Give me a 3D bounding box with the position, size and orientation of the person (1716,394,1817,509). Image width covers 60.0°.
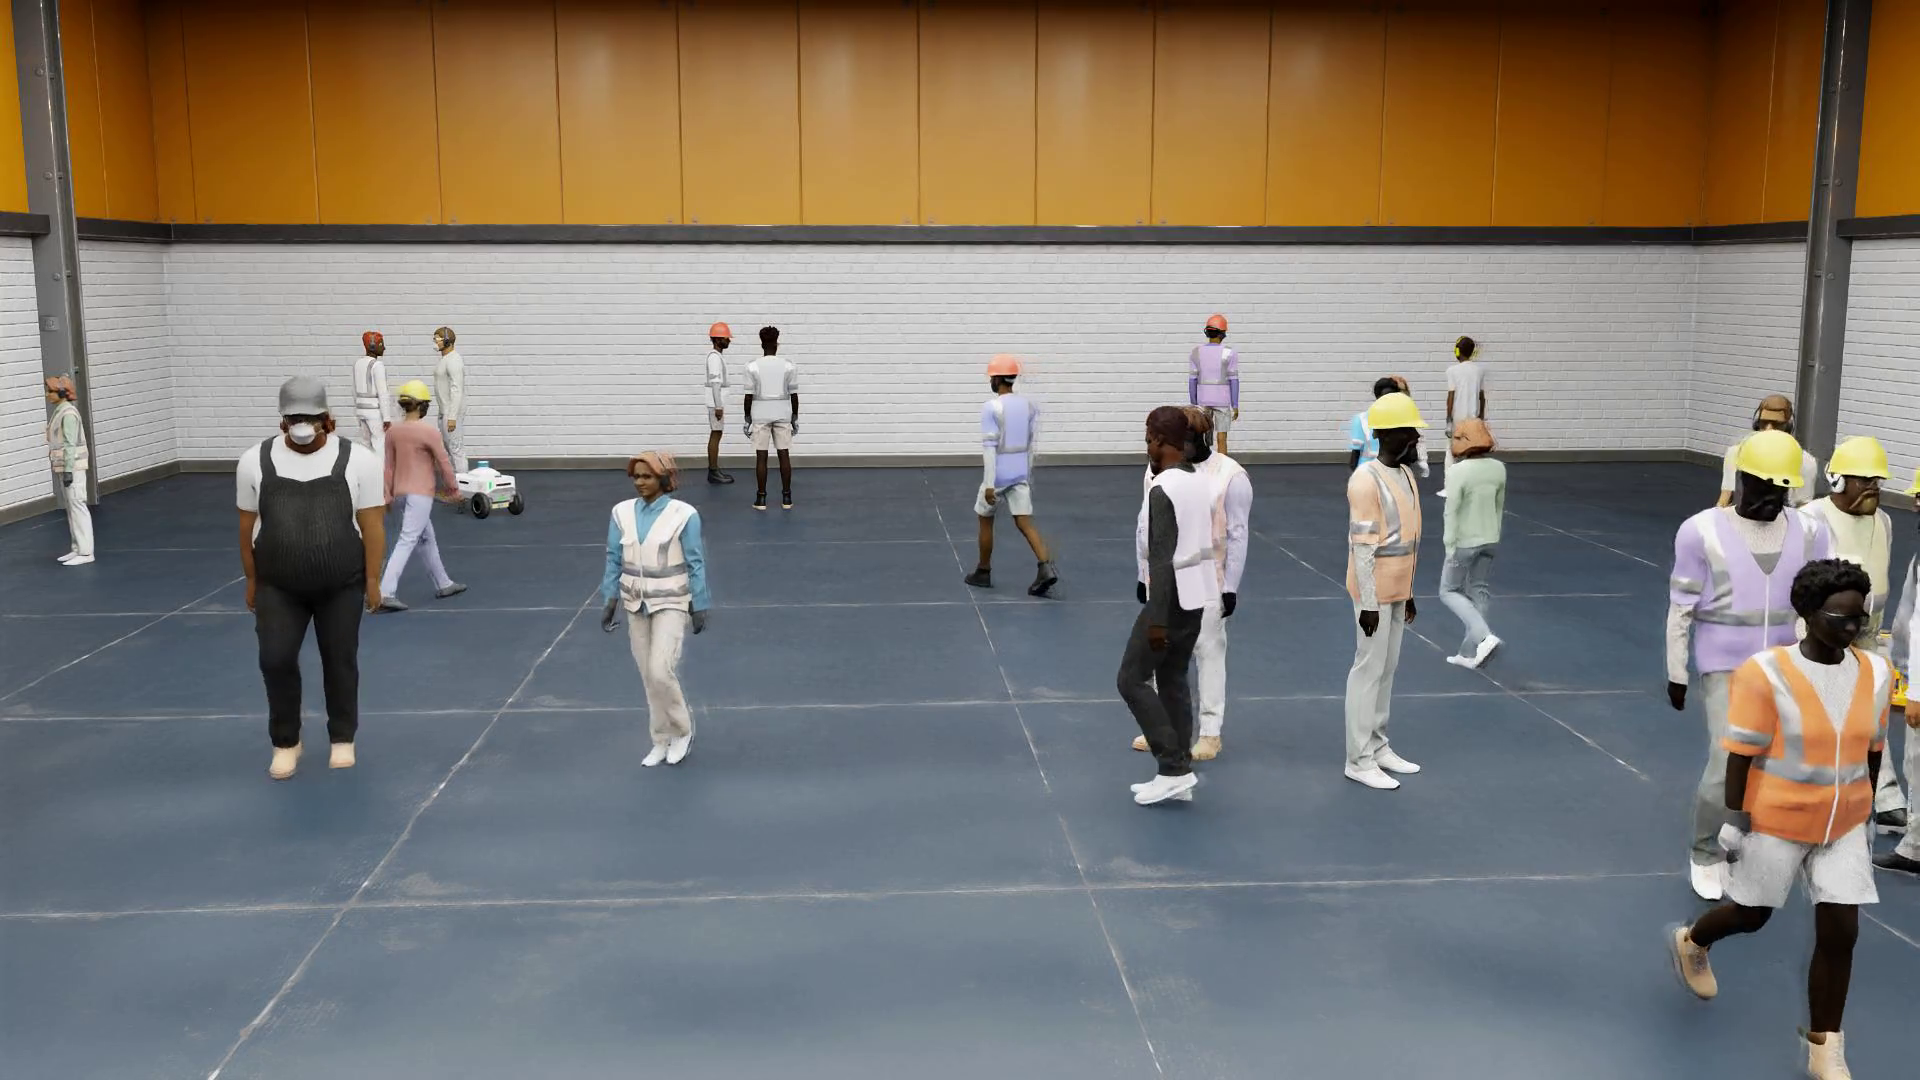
[{"bbox_3d":[4.651,0.059,9.661,0.745,1.825,0.520,-9,13,-44],"label":"person"}]

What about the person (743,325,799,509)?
[{"bbox_3d":[-2.020,-1.305,17.782,0.613,1.964,0.361,-3,9,-16],"label":"person"}]

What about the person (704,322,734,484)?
[{"bbox_3d":[-2.893,-1.651,20.047,0.379,1.937,0.548,-1,9,-8],"label":"person"}]

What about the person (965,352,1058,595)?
[{"bbox_3d":[0.400,-0.521,13.055,0.549,1.905,0.948,-7,12,-39],"label":"person"}]

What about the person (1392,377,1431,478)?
[{"bbox_3d":[3.895,-0.643,14.793,0.510,1.593,0.828,-2,9,-14],"label":"person"}]

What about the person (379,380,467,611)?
[{"bbox_3d":[-4.117,-0.344,12.558,0.528,1.711,0.944,6,11,32],"label":"person"}]

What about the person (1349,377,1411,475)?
[{"bbox_3d":[3.491,-0.532,13.826,0.537,1.675,0.694,1,9,9],"label":"person"}]

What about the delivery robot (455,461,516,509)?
[{"bbox_3d":[-4.957,-0.576,17.333,0.707,0.478,0.477,8,12,41],"label":"delivery robot"}]

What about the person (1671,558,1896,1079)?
[{"bbox_3d":[2.600,0.844,5.262,0.544,1.667,0.756,-1,9,-4],"label":"person"}]

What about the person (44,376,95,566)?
[{"bbox_3d":[-7.713,-0.600,14.402,0.311,1.633,0.510,-7,11,-36],"label":"person"}]

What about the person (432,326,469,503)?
[{"bbox_3d":[-5.640,-1.384,18.372,0.372,1.940,0.631,-5,10,-28],"label":"person"}]

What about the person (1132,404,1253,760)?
[{"bbox_3d":[1.182,0.214,8.646,0.626,1.842,0.429,6,11,34],"label":"person"}]

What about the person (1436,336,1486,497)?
[{"bbox_3d":[5.630,-1.333,18.414,0.525,1.837,0.876,-2,9,-15],"label":"person"}]

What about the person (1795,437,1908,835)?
[{"bbox_3d":[3.977,0.419,7.549,0.610,1.775,0.954,-3,9,-16],"label":"person"}]

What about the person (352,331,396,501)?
[{"bbox_3d":[-6.485,-1.362,18.402,0.582,1.881,0.338,8,12,41],"label":"person"}]

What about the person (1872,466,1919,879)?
[{"bbox_3d":[4.022,0.551,6.629,0.605,1.806,0.686,-8,12,-40],"label":"person"}]

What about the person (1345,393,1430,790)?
[{"bbox_3d":[2.095,0.241,8.190,0.356,1.930,0.587,6,11,33],"label":"person"}]

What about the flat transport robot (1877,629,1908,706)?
[{"bbox_3d":[5.873,0.778,10.014,0.652,0.197,1.431,4,10,22],"label":"flat transport robot"}]

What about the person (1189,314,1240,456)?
[{"bbox_3d":[2.981,-1.613,19.483,0.607,2.044,0.375,5,10,27],"label":"person"}]

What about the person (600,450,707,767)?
[{"bbox_3d":[-1.558,0.357,8.414,0.527,1.622,0.383,4,10,25],"label":"person"}]

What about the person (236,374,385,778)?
[{"bbox_3d":[-3.227,0.169,8.300,0.700,2.000,0.597,-3,9,-17],"label":"person"}]

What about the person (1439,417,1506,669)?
[{"bbox_3d":[3.247,0.040,10.433,0.498,1.616,0.466,-4,10,-25],"label":"person"}]

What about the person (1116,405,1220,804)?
[{"bbox_3d":[0.994,0.313,7.895,0.448,1.885,0.615,5,10,28],"label":"person"}]

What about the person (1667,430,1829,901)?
[{"bbox_3d":[3.152,0.508,6.624,0.585,1.899,0.536,0,9,-3],"label":"person"}]
